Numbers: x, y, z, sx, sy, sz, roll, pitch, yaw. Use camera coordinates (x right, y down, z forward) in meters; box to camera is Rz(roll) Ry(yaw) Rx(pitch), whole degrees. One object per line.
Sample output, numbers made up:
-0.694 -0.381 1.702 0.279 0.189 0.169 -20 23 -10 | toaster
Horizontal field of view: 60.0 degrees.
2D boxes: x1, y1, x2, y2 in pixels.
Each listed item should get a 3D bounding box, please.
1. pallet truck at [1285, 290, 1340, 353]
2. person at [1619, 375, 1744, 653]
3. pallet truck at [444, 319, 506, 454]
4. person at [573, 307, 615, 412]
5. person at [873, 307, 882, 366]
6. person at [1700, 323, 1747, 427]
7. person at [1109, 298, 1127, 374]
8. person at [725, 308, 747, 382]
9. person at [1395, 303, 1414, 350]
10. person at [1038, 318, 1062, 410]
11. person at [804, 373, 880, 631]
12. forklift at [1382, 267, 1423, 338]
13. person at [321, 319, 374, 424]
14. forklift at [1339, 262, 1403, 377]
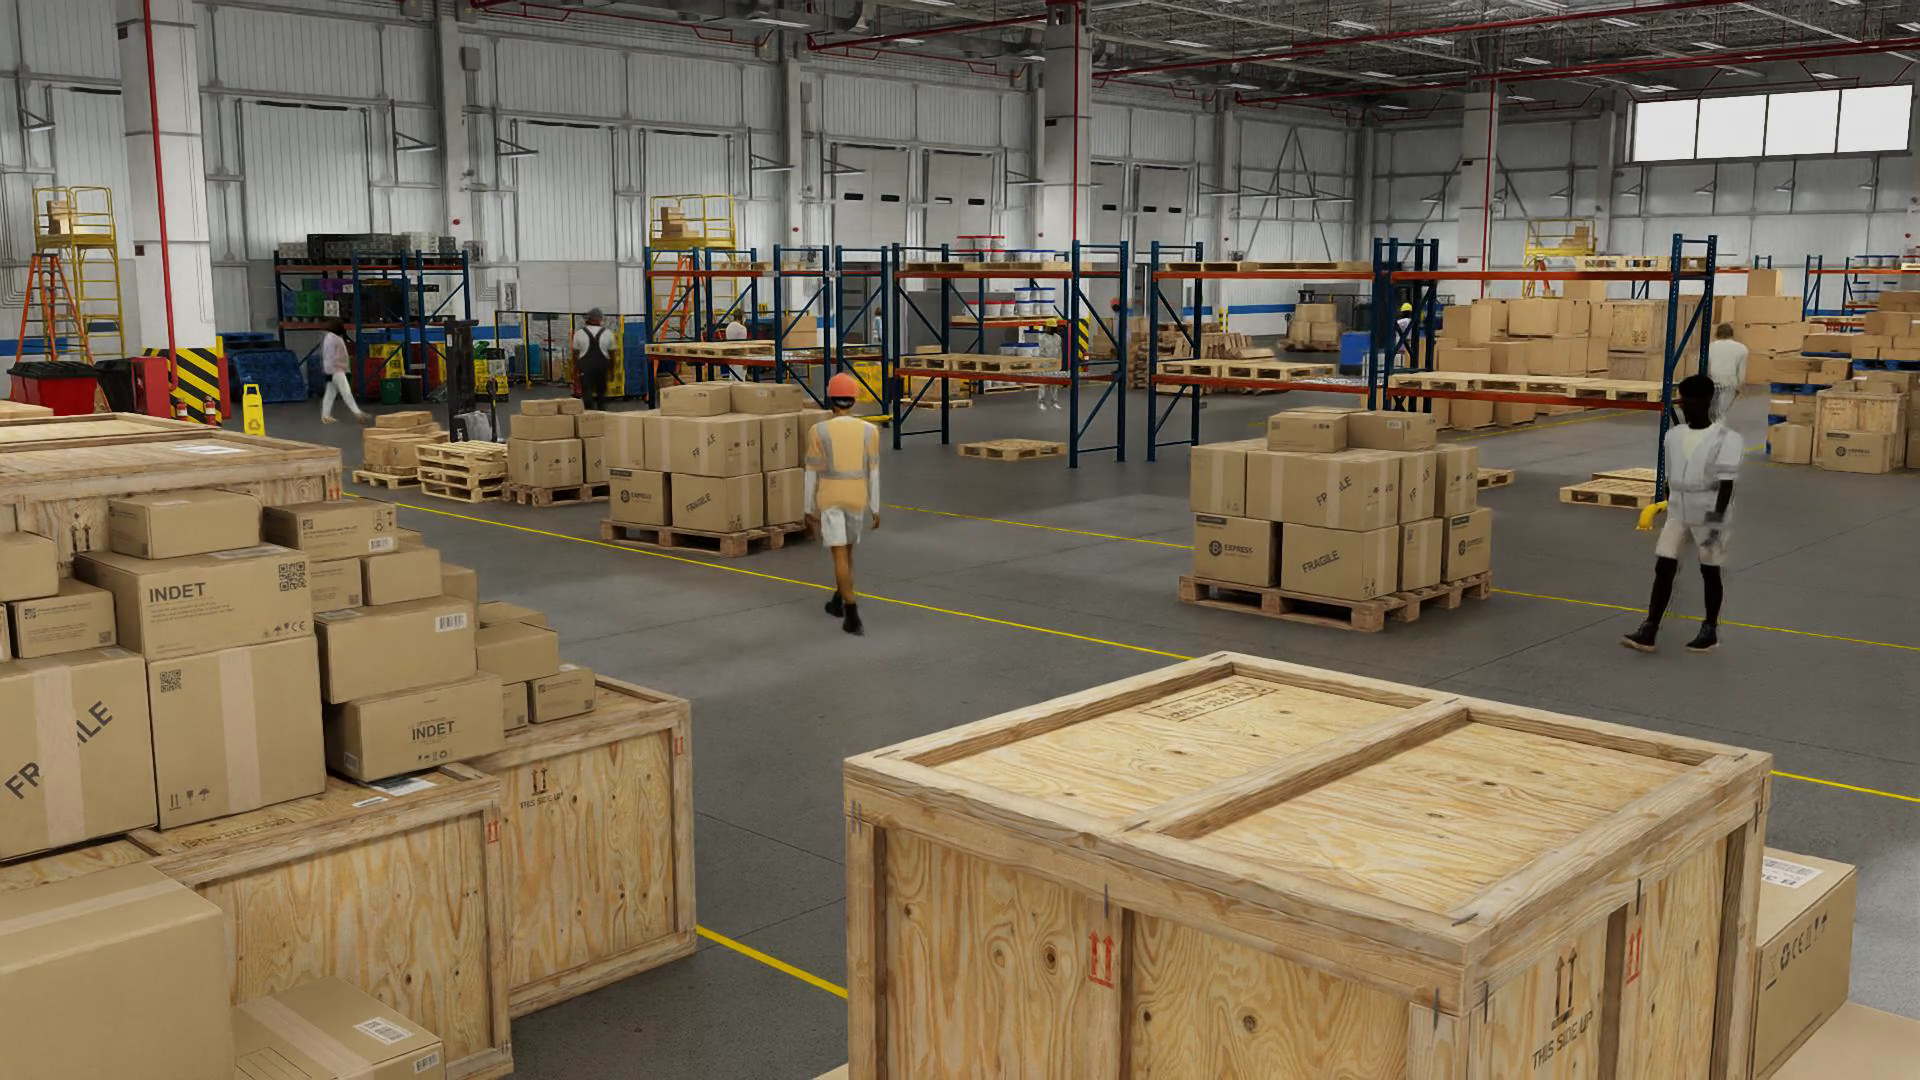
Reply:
11.297 -6.951 52.861 1.885 1.965 0.823 -5 11 -29 | pallet truck
4.959 -0.153 11.365 0.859 1.930 0.614 -6 11 -34 | person
-6.981 -1.942 22.150 1.885 1.965 0.823 1 9 9 | pallet truck
-6.141 -2.906 27.932 0.686 2.000 0.536 -2 10 -13 | person
-2.172 -5.396 44.457 0.323 1.631 0.522 -1 9 -3 | person
10.968 -2.180 23.966 0.621 1.874 1.060 5 10 27 | person
3.943 -5.109 41.815 0.431 1.914 0.562 1 9 8 | person
-4.154 -3.355 31.030 0.366 1.932 0.629 -6 11 -34 | person
9.530 -4.099 35.590 0.594 1.925 0.369 -4 10 -26 | person
1.717 -3.327 31.461 0.486 1.735 0.330 -5 10 -27 | person
-0.870 -0.292 12.371 0.556 1.895 0.972 -4 10 -21 | person
12.193 -6.463 47.169 1.873 2.768 1.129 3 10 17 | forklift
-10.561 -2.880 28.503 0.931 1.795 0.658 -2 9 -11 | person
10.286 -5.341 40.291 1.873 2.768 1.129 9 13 43 | forklift
